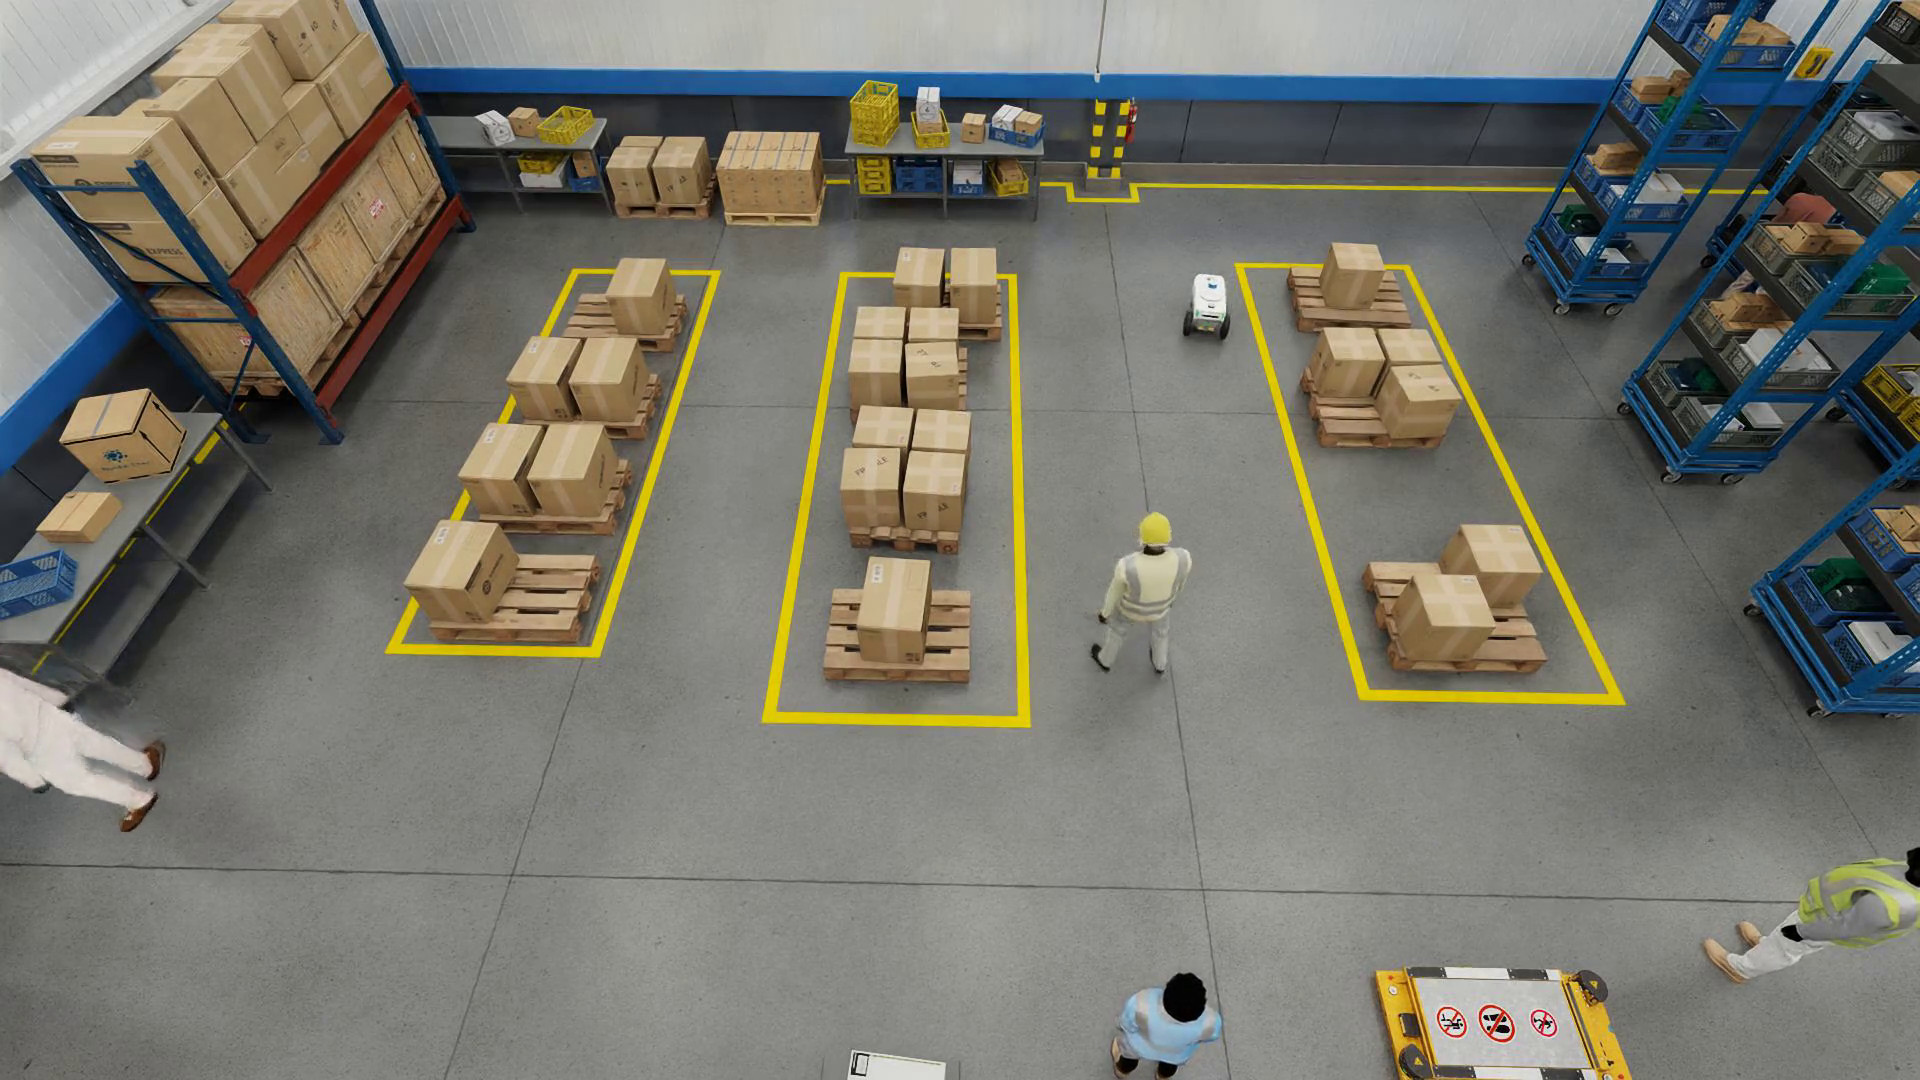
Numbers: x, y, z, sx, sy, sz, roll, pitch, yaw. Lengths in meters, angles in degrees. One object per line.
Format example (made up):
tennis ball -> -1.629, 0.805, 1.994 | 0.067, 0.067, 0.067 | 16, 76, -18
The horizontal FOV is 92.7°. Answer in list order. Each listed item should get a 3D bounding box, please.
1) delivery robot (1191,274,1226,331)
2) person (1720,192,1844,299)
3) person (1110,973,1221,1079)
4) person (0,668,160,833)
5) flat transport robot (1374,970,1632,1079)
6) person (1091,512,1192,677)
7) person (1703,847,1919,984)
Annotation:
delivery robot -> 2.842, -2.744, 10.465 | 0.477, 0.478, 0.707 | 6, 51, 5
person -> 8.855, -3.048, 9.861 | 0.412, 1.979, 0.630 | -19, 53, -15
person -> 1.144, 2.822, 5.253 | 0.536, 1.696, 0.322 | 7, 51, 6
person -> -6.352, 1.363, 6.338 | 0.399, 1.875, 0.789 | -20, 53, -15
flat transport robot -> 3.501, 3.133, 5.914 | 1.431, 0.197, 0.652 | 1, 51, 1
person -> 1.412, 0.463, 7.109 | 0.619, 1.823, 0.408 | -7, 51, -6
person -> 5.351, 2.285, 5.599 | 0.636, 1.842, 0.429 | -15, 52, -12
